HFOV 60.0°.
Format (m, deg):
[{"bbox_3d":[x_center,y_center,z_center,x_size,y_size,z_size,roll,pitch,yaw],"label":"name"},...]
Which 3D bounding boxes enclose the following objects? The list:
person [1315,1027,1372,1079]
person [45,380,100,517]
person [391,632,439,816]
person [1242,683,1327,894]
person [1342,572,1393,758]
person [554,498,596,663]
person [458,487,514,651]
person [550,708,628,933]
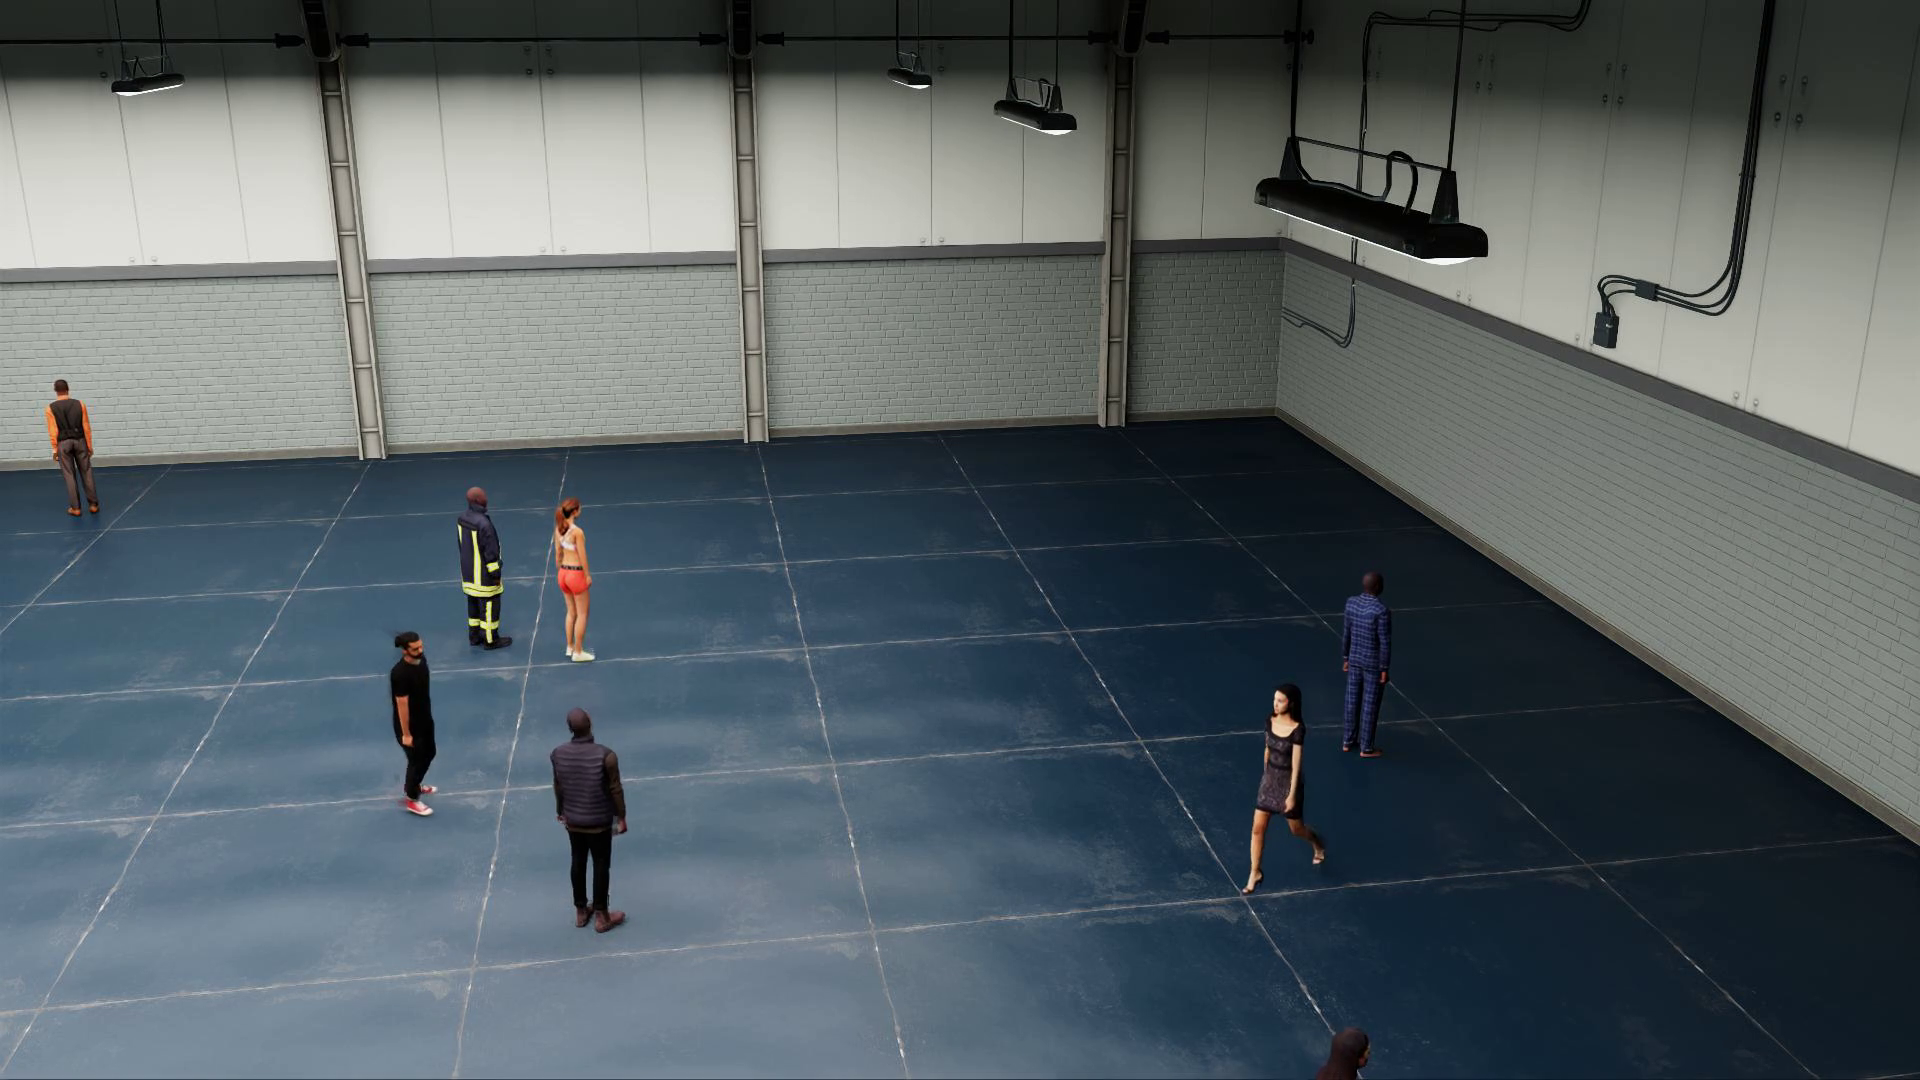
[{"bbox_3d":[1.926,3.423,8.916,1.189,1.716,0.761,-7,19,-20],"label":"person"},{"bbox_3d":[-12.313,-1.288,23.075,0.722,1.905,0.848,-14,22,-36],"label":"person"},{"bbox_3d":[-4.794,1.600,14.504,0.815,1.722,0.835,-1,18,-2],"label":"person"},{"bbox_3d":[2.646,1.985,13.269,1.170,1.754,0.939,-14,23,-37],"label":"person"},{"bbox_3d":[3.832,1.158,15.699,0.777,1.823,0.769,-15,23,-38],"label":"person"},{"bbox_3d":[-4.197,0.433,18.008,0.840,1.771,0.900,12,22,33],"label":"person"},{"bbox_3d":[-5.287,0.293,18.358,0.865,1.821,0.897,16,24,40],"label":"person"},{"bbox_3d":[-2.846,2.123,12.716,0.720,1.833,0.871,7,19,20],"label":"person"}]
